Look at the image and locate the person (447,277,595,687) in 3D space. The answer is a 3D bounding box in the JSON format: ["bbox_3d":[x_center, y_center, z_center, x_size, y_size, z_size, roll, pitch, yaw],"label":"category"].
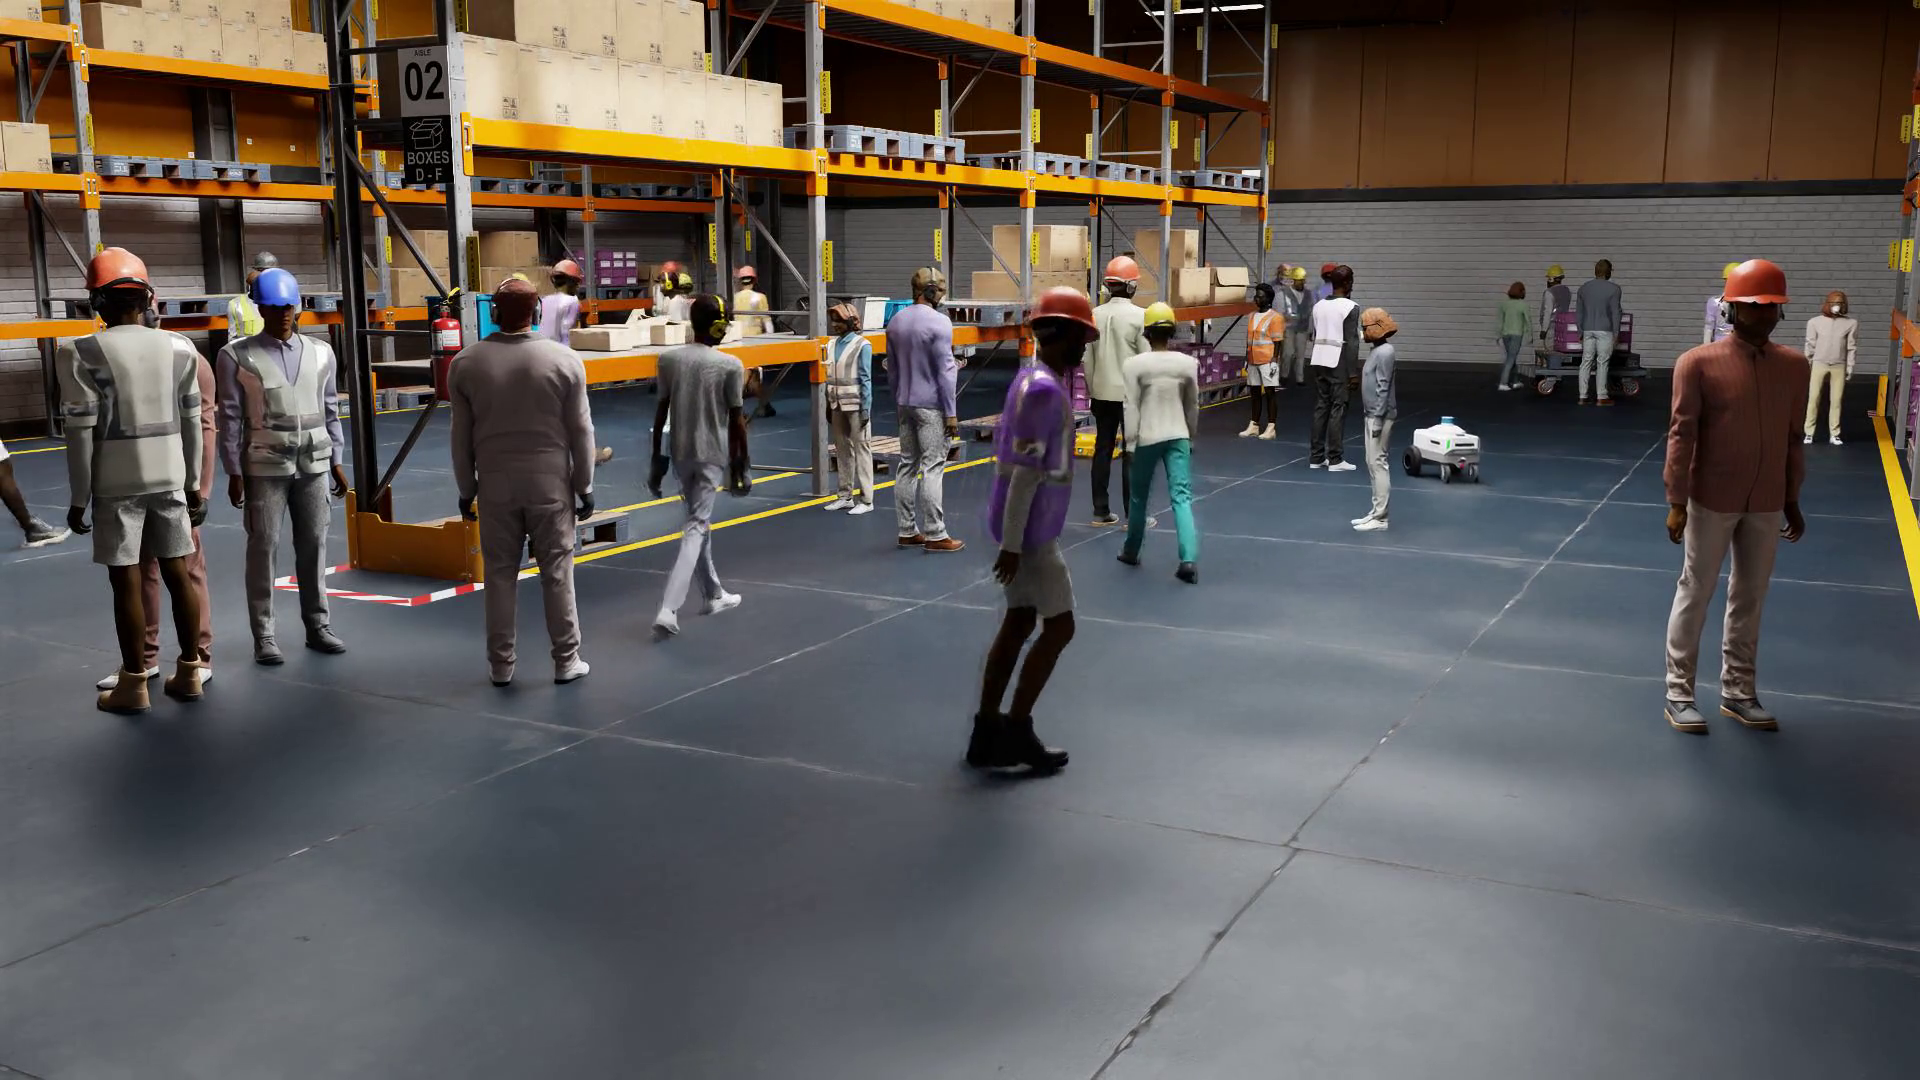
[{"bbox_3d":[-2.028,-0.265,7.779,0.651,1.913,0.410,-1,10,-6],"label":"person"}]

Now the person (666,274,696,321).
[{"bbox_3d":[-3.394,-2.408,20.615,0.524,1.767,0.318,-7,12,-34],"label":"person"}]

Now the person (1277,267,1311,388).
[{"bbox_3d":[5.027,-3.162,24.867,0.613,1.813,0.431,-3,10,-16],"label":"person"}]

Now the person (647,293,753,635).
[{"bbox_3d":[-1.423,-0.416,8.975,0.547,1.816,0.985,3,10,17],"label":"person"}]

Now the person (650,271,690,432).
[{"bbox_3d":[-3.104,-2.124,18.813,0.782,1.832,0.589,-1,10,-7],"label":"person"}]

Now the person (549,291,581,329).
[{"bbox_3d":[-4.767,-2.366,20.141,0.518,1.843,0.329,6,12,32],"label":"person"}]

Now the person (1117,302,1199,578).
[{"bbox_3d":[1.278,-0.632,10.483,0.539,1.718,0.919,-3,10,-15],"label":"person"}]

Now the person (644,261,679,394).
[{"bbox_3d":[-4.197,-3.006,23.661,0.573,1.904,0.755,4,10,20],"label":"person"}]

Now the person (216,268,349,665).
[{"bbox_3d":[-3.349,-0.367,8.269,0.398,1.945,0.616,9,14,44],"label":"person"}]

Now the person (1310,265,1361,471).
[{"bbox_3d":[3.484,-1.594,15.501,0.391,1.911,0.582,-4,11,-24],"label":"person"}]

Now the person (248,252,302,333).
[{"bbox_3d":[-7.776,-2.219,18.724,0.538,2.000,0.686,4,11,23],"label":"person"}]

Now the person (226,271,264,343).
[{"bbox_3d":[-7.314,-1.886,17.408,0.624,1.837,0.429,-4,11,-23],"label":"person"}]

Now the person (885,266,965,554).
[{"bbox_3d":[-0.240,-0.873,11.245,0.370,1.934,0.627,-9,13,-41],"label":"person"}]

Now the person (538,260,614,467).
[{"bbox_3d":[-3.726,-1.611,15.457,0.650,1.954,1.086,8,12,38],"label":"person"}]

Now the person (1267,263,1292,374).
[{"bbox_3d":[4.945,-3.328,25.677,0.680,1.872,0.609,7,12,34],"label":"person"}]

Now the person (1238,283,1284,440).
[{"bbox_3d":[3.286,-1.942,18.102,0.317,1.700,0.537,-6,12,-32],"label":"person"}]

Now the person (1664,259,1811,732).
[{"bbox_3d":[3.283,-0.176,7.025,0.625,1.992,0.389,-1,10,-8],"label":"person"}]

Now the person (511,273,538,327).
[{"bbox_3d":[-5.413,-2.438,20.791,0.981,1.773,0.610,-4,10,-21],"label":"person"}]

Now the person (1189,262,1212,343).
[{"bbox_3d":[3.808,-3.462,26.400,0.348,1.879,0.576,7,12,35],"label":"person"}]

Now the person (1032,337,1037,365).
[{"bbox_3d":[1.335,-3.816,28.102,0.610,1.993,0.380,-1,10,-7],"label":"person"}]

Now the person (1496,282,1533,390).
[{"bbox_3d":[8.216,-3.014,24.626,0.800,1.586,0.511,-8,13,-38],"label":"person"}]

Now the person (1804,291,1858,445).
[{"bbox_3d":[9.179,-1.814,17.583,0.493,1.627,0.286,3,10,18],"label":"person"}]

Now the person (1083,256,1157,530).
[{"bbox_3d":[1.183,-1.067,12.176,0.612,1.997,0.376,8,13,38],"label":"person"}]

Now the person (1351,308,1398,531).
[{"bbox_3d":[3.040,-0.883,12.198,0.298,1.622,0.506,1,10,4],"label":"person"}]

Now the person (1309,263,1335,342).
[{"bbox_3d":[5.419,-3.132,24.475,0.558,1.893,0.934,4,11,22],"label":"person"}]

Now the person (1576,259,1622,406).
[{"bbox_3d":[8.485,-2.751,22.092,0.359,1.938,0.635,-7,12,-37],"label":"person"}]

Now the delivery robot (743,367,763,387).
[{"bbox_3d":[-3.073,-2.302,23.228,0.477,0.478,0.707,6,11,31],"label":"delivery robot"}]

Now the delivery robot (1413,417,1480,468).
[{"bbox_3d":[4.352,-0.861,14.887,0.477,0.478,0.707,-2,10,-10],"label":"delivery robot"}]

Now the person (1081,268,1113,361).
[{"bbox_3d":[1.832,-2.842,22.936,0.626,1.836,0.428,0,10,-2],"label":"person"}]

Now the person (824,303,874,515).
[{"bbox_3d":[-0.864,-1.015,12.935,0.311,1.634,0.518,-10,14,-44],"label":"person"}]

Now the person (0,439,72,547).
[{"bbox_3d":[-6.686,-0.851,11.219,0.608,1.903,1.025,9,13,43],"label":"person"}]

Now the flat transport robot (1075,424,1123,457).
[{"bbox_3d":[1.505,-1.027,16.933,0.652,0.197,1.431,5,11,27],"label":"flat transport robot"}]

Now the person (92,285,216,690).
[{"bbox_3d":[-3.746,-0.238,7.662,0.636,1.903,0.406,3,10,14],"label":"person"}]

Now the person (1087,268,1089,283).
[{"bbox_3d":[2.132,-4.004,29.393,0.383,1.924,0.589,4,11,23],"label":"person"}]

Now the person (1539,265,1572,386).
[{"bbox_3d":[8.989,-3.238,25.215,0.587,1.835,0.404,-8,12,-38],"label":"person"}]

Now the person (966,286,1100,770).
[{"bbox_3d":[0.284,-0.042,6.540,0.582,1.890,0.560,-1,10,-7],"label":"person"}]

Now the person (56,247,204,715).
[{"bbox_3d":[-3.641,-0.253,7.333,0.377,2.044,0.607,7,12,35],"label":"person"}]

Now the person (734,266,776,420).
[{"bbox_3d":[-2.570,-2.388,20.219,0.631,1.872,0.970,6,11,29],"label":"person"}]

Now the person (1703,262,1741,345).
[{"bbox_3d":[8.401,-2.056,18.144,0.588,1.919,0.399,1,10,7],"label":"person"}]
